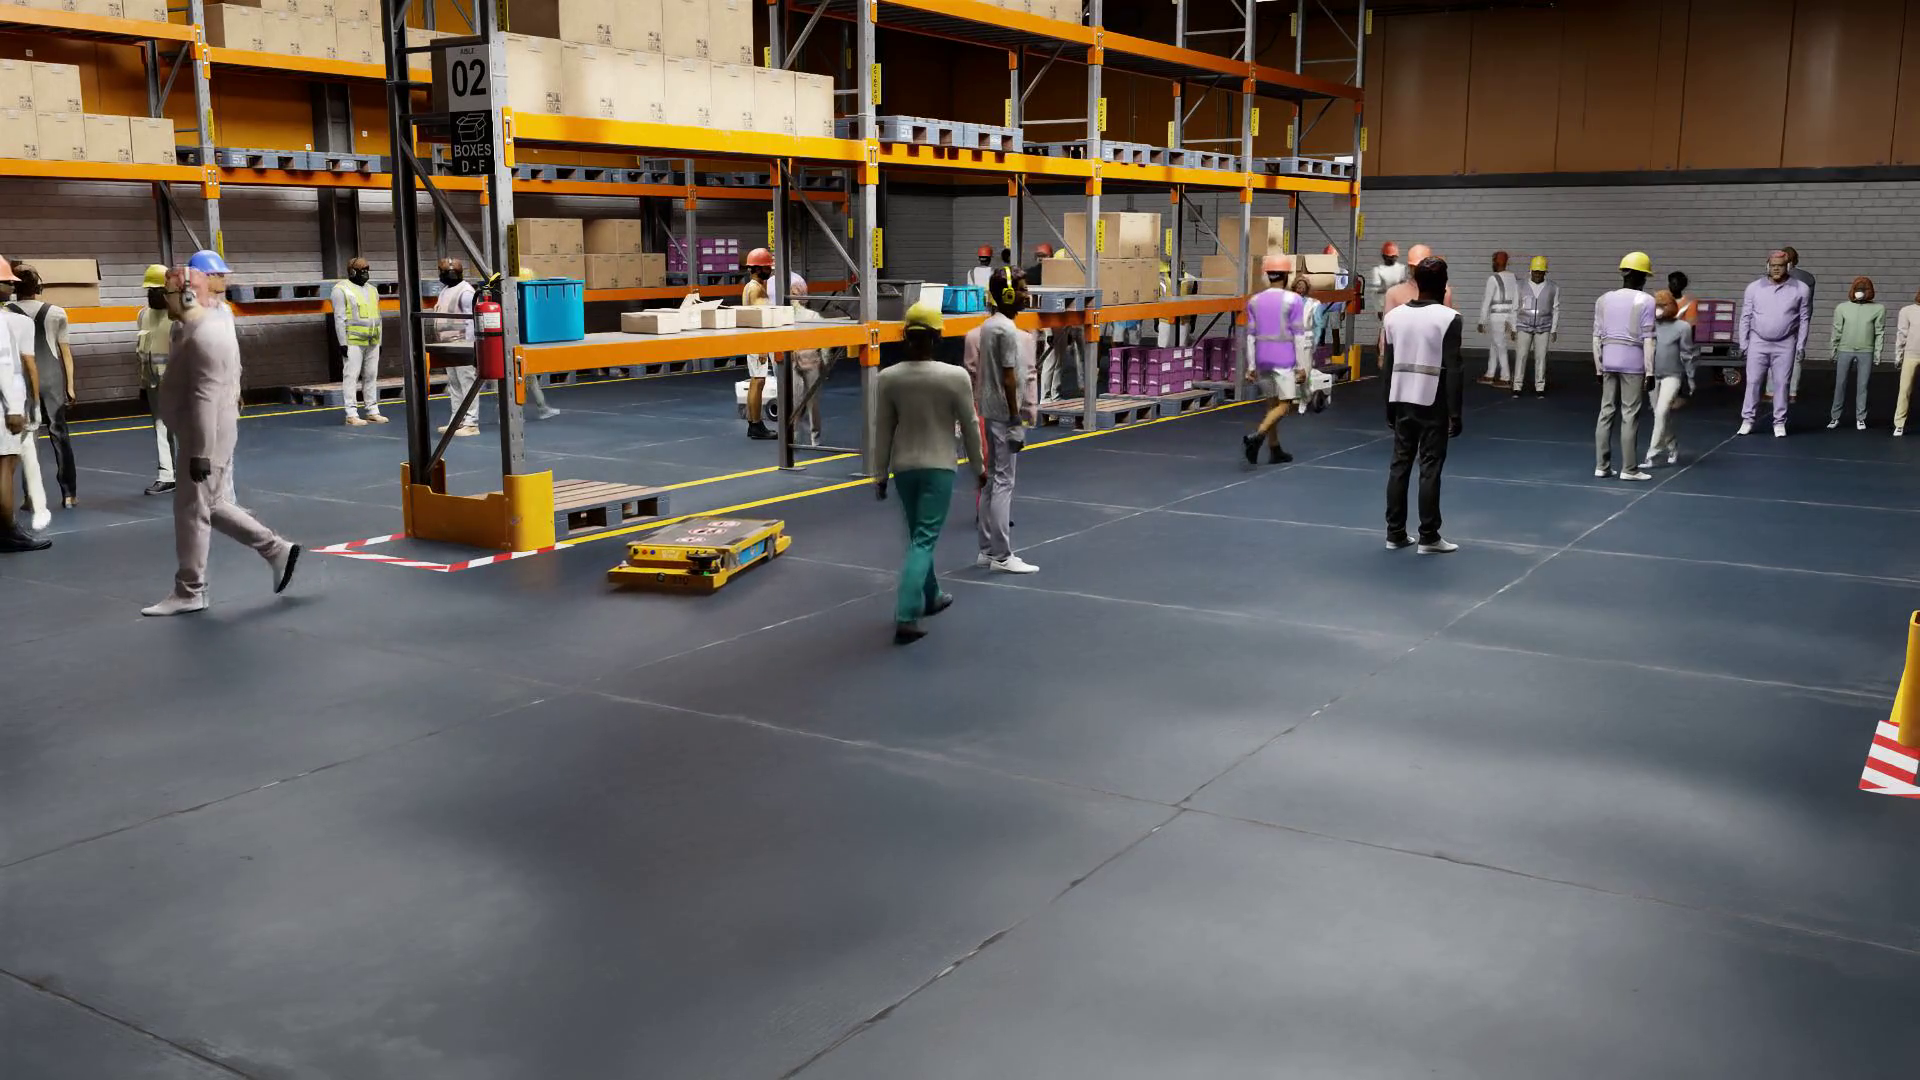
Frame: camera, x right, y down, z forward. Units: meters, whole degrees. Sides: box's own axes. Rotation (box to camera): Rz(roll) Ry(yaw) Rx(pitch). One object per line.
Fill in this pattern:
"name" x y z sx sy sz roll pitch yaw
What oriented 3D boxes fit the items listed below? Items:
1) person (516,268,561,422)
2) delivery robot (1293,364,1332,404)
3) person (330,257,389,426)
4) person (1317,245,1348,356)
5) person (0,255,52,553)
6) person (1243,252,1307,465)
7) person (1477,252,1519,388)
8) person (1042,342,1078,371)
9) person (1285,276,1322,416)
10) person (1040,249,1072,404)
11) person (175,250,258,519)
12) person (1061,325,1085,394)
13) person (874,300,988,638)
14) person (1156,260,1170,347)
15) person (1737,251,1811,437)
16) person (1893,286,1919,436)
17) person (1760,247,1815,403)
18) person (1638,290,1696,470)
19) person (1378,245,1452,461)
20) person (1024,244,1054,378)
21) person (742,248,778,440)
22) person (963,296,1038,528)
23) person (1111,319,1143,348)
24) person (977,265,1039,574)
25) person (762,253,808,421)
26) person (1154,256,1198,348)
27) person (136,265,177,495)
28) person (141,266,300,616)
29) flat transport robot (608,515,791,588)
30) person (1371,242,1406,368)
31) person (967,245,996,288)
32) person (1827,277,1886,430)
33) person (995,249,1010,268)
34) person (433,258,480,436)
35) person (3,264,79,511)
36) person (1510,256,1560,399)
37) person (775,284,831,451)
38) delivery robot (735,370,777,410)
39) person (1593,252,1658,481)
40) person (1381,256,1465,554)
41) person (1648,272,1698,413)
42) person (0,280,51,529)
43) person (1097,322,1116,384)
"person" -4.786 -2.159 18.519 0.851 1.703 0.504 -8 13 -37
"delivery robot" 4.152 -1.857 19.766 0.477 0.478 0.707 7 13 32
"person" -6.573 -2.173 18.259 0.428 1.837 0.625 5 11 27
"person" 5.779 -3.628 26.019 0.548 1.937 0.358 5 11 26
"person" -6.255 -0.890 10.844 0.543 1.939 0.371 10 14 43
"person" 2.776 -1.597 14.828 0.551 1.917 0.799 10 14 44
"person" 7.380 -3.043 22.998 0.608 1.852 0.813 -7 12 -34
"person" 1.622 -3.467 25.510 0.805 1.803 0.595 -8 13 -38
"person" 3.902 -2.236 19.198 0.522 1.618 0.457 2 11 13
"person" 1.211 -2.548 20.097 0.402 1.919 0.586 6 12 29
"person" -5.308 -1.074 11.832 0.381 1.951 0.607 0 10 2
"person" 1.431 -2.767 21.440 0.790 1.891 0.572 -6 12 -29
"person" -0.176 -0.377 8.632 0.533 1.715 0.930 5 11 24
"person" 3.008 -3.103 23.645 0.621 1.747 0.528 1 10 3
"person" 8.372 -2.010 17.143 0.652 1.906 0.402 6 12 28
"person" 9.893 -1.864 17.113 0.498 1.627 0.277 5 11 25
"person" 10.258 -2.664 20.694 0.627 1.934 0.372 1 10 7
"person" 6.333 -1.445 14.883 0.813 1.594 0.535 -8 13 -37
"person" 4.156 -1.692 15.201 0.654 1.960 0.906 3 11 16
"person" 1.196 -3.333 24.316 0.625 1.965 0.539 5 11 24
"person" -2.036 -1.994 16.962 0.354 1.939 0.544 -2 11 -13
"person" 0.298 -0.905 11.512 0.537 1.711 0.898 -4 11 -22
"person" 2.312 -2.961 23.079 0.534 1.652 0.817 2 10 11
"person" 0.275 -0.732 10.156 0.334 1.873 0.521 -3 11 -14
"person" -1.959 -2.284 18.573 0.628 1.940 0.373 9 14 41
"person" 2.982 -3.038 23.058 0.618 1.836 0.430 1 10 3
"person" -6.256 -1.254 13.159 0.602 1.828 0.404 3 11 15
"person" -4.094 -0.544 9.080 0.768 1.886 0.666 -4 11 -23
"flat transport robot" -1.572 0.052 10.244 0.652 0.197 1.431 2 11 12
"person" 6.743 -3.635 25.913 0.716 1.986 0.796 -4 11 -21
"person" 0.389 -3.634 26.050 0.545 1.939 0.374 3 11 18
"person" 9.597 -1.995 17.812 0.507 1.631 0.273 6 12 30
"person" 0.993 -4.751 32.505 0.526 1.846 0.750 6 12 31
"person" -5.231 -2.001 17.284 0.430 1.839 0.619 -9 13 -40
"person" -6.924 -1.136 12.468 0.517 1.843 0.326 -8 13 -39
"person" 7.326 -2.705 21.224 0.586 1.823 0.403 3 11 16
"person" -1.528 -1.657 16.021 0.624 1.584 0.847 2 10 13
"delivery robot" -2.178 -1.681 18.805 0.707 0.478 0.477 4 11 23
"person" 5.622 -1.457 14.042 0.381 1.918 0.584 -6 12 -31
"person" 2.993 -0.867 10.776 0.386 1.918 0.596 -8 13 -37
"person" 8.405 -2.327 19.597 0.885 1.654 0.531 -6 12 -30
"person" -6.538 -0.933 11.356 0.513 1.839 0.836 -5 11 -24
"person" 2.093 -3.210 23.442 0.605 2.033 0.400 1 10 7
